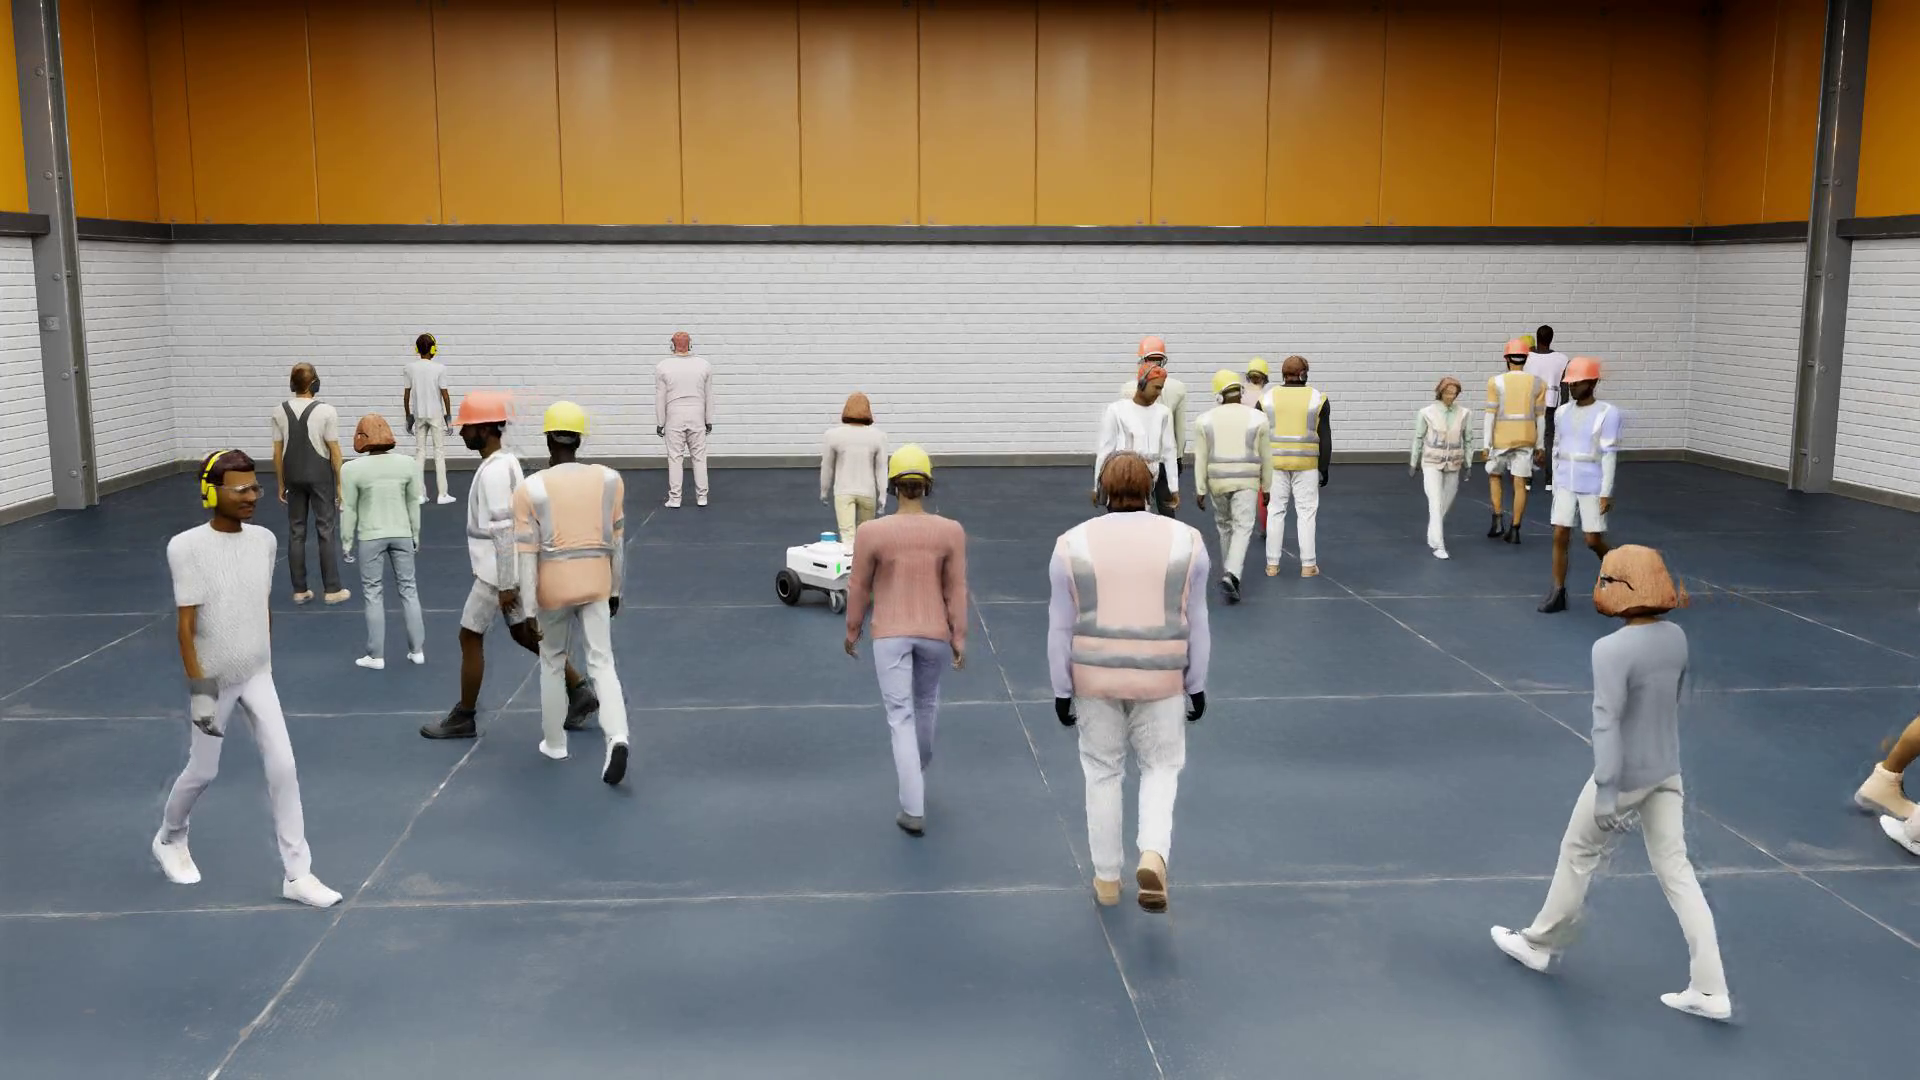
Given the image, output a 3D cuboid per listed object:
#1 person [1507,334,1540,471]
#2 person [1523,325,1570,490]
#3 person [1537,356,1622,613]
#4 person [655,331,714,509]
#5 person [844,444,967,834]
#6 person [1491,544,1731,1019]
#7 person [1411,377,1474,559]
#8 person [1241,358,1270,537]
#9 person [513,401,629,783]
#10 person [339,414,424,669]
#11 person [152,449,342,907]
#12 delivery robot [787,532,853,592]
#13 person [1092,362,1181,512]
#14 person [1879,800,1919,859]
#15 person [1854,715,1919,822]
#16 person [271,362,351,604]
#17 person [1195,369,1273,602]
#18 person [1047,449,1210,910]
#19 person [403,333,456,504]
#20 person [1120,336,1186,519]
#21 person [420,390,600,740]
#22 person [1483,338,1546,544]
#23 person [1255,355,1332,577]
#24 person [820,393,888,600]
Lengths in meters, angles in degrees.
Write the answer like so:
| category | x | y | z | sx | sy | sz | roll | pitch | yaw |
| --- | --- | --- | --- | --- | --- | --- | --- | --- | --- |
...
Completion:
| category | x | y | z | sx | sy | sz | roll | pitch | yaw |
| --- | --- | --- | --- | --- | --- | --- | --- | --- | --- |
| person | 7.232 | -1.754 | 21.299 | 0.487 | 1.746 | 0.289 | 7 | 11 | 38 |
| person | 6.767 | -1.532 | 19.351 | 0.595 | 1.921 | 0.386 | 2 | 9 | 14 |
| person | 4.656 | -0.415 | 12.372 | 0.754 | 1.914 | 0.557 | -7 | 12 | -39 |
| person | -2.967 | -1.289 | 17.874 | 0.643 | 1.908 | 0.411 | -4 | 10 | -23 |
| person | -0.270 | 0.424 | 7.691 | 0.528 | 1.730 | 0.870 | -3 | 10 | -19 |
| person | 2.303 | 0.805 | 5.731 | 0.523 | 1.584 | 0.875 | -6 | 11 | -32 |
| person | 4.307 | -0.673 | 14.931 | 0.522 | 1.607 | 0.785 | -1 | 9 | -3 |
| person | 2.755 | -0.829 | 15.542 | 0.541 | 1.718 | 0.898 | 4 | 10 | 24 |
| person | -1.918 | 0.249 | 8.307 | 0.578 | 1.887 | 0.916 | -5 | 10 | -29 |
| person | -3.693 | 0.009 | 10.637 | 0.513 | 1.623 | 0.320 | -7 | 11 | -37 |
| person | -2.948 | 0.539 | 6.660 | 0.951 | 1.832 | 0.514 | 6 | 11 | 32 |
| delivery robot | -0.993 | 0.186 | 12.548 | 0.477 | 0.478 | 0.707 | -8 | 12 | -40 |
| person | 1.344 | -0.383 | 12.357 | 0.619 | 1.854 | 0.588 | -6 | 11 | -33 |
| person | 4.281 | 0.631 | 6.799 | 0.533 | 1.583 | 0.896 | -3 | 10 | -21 |
| person | 4.579 | 0.351 | 7.371 | 1.032 | 1.994 | 0.604 | 7 | 11 | 36 |
| person | -4.940 | -0.426 | 12.649 | 0.516 | 1.842 | 0.328 | 0 | 9 | 1 |
| person | 2.107 | -0.432 | 12.894 | 0.593 | 1.785 | 0.898 | 3 | 9 | 17 |
| person | 0.651 | 0.565 | 6.469 | 0.640 | 1.830 | 0.579 | 1 | 9 | 4 |
| person | -5.809 | -1.321 | 18.191 | 0.533 | 1.868 | 0.310 | 1 | 9 | 3 |
| person | 1.592 | -0.703 | 13.913 | 0.624 | 1.993 | 0.385 | -3 | 10 | -21 |
| person | -2.413 | 0.136 | 8.958 | 0.947 | 1.907 | 0.562 | -1 | 9 | -7 |
| person | 5.181 | -0.927 | 15.562 | 0.572 | 1.913 | 0.511 | 1 | 9 | 8 |
| person | 2.760 | -0.609 | 13.814 | 0.634 | 1.839 | 0.429 | 3 | 9 | 17 |
| person | -0.813 | -0.344 | 12.940 | 0.513 | 1.587 | 0.866 | -2 | 9 | -11 |
